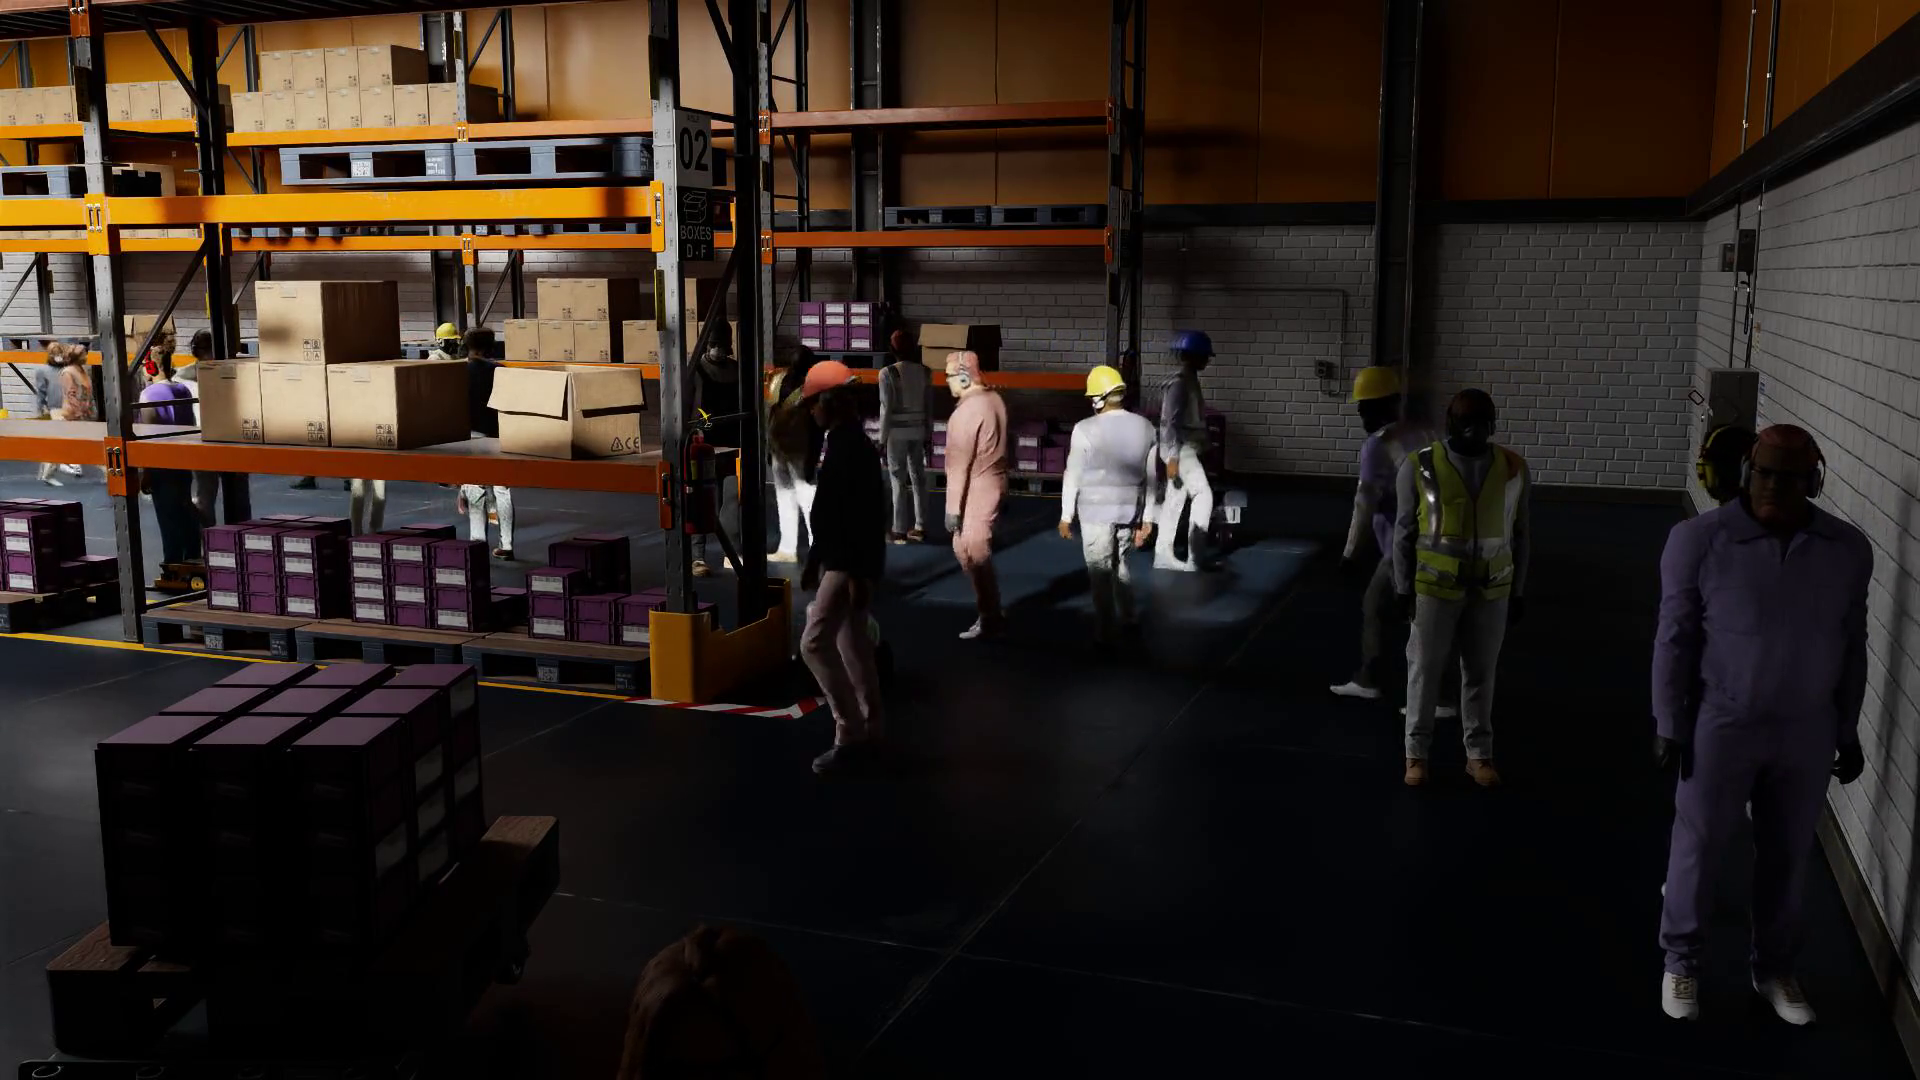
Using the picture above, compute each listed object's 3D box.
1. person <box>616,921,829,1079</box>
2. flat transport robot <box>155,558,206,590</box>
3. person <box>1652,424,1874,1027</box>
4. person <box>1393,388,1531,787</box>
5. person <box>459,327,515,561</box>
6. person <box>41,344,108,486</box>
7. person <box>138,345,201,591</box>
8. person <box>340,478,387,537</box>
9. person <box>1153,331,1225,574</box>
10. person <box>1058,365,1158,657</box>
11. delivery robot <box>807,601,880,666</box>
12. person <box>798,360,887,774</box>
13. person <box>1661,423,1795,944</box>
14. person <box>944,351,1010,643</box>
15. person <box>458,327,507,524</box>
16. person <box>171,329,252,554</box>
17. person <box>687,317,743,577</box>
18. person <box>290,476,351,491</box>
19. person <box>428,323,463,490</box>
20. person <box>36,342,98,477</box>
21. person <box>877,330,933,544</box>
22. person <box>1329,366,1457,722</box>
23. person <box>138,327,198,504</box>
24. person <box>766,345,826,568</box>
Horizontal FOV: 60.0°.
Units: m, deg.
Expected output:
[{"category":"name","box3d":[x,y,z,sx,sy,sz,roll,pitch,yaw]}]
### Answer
[{"category":"person","box3d":[-0.274,1.236,1.970,0.498,1.634,0.282,0,9,-1]},{"category":"flat transport robot","box3d":[-5.210,0.250,12.428,1.431,0.197,0.652,3,10,19]},{"category":"person","box3d":[2.510,0.586,5.211,0.652,1.903,0.403,1,9,5]},{"category":"person","box3d":[2.313,0.224,7.673,0.627,1.845,0.429,0,9,2]},{"category":"person","box3d":[-3.903,-0.763,13.575,0.366,1.936,0.630,8,12,42]},{"category":"person","box3d":[-9.862,-1.386,18.569,0.903,1.591,0.510,0,9,1]},{"category":"person","box3d":[-5.912,-0.536,12.467,0.380,1.836,0.560,1,9,5]},{"category":"person","box3d":[-4.850,-0.723,13.586,0.363,1.879,0.550,8,12,43]},{"category":"person","box3d":[1.866,-0.691,13.195,0.714,1.910,0.610,2,9,11]},{"category":"person","box3d":[0.914,-0.172,10.291,0.591,1.805,0.426,-5,10,-30]},{"category":"delivery robot","box3d":[-0.684,0.506,9.636,0.477,0.478,0.707,-2,9,-12]},{"category":"person","box3d":[-0.578,0.128,7.949,0.519,1.950,0.633,-1,9,-5]},{"category":"person","box3d":[2.749,0.516,5.859,0.521,1.845,0.760,0,9,2]},{"category":"person","box3d":[0.085,-0.262,10.589,0.475,1.878,0.665,3,10,21]},{"category":"person","box3d":[-4.521,-1.083,15.768,0.554,1.874,0.605,8,12,42]},{"category":"person","box3d":[-6.026,-0.741,13.470,0.415,1.926,0.663,9,13,44]},{"category":"person","box3d":[-1.883,-0.740,13.103,0.678,2.000,0.536,-7,12,-38]},{"category":"person","box3d":[-6.926,-1.467,18.106,0.914,1.909,0.556,2,9,13]},{"category":"person","box3d":[-5.633,-1.478,18.386,0.404,1.831,0.600,1,9,6]},{"category":"person","box3d":[-10.504,-1.535,19.550,0.596,1.571,0.872,-8,12,-42]},{"category":"person","box3d":[-0.486,-0.905,14.634,0.584,1.881,0.337,-8,12,-39]},{"category":"person","box3d":[2.288,0.017,8.874,0.899,1.870,0.575,6,11,32]},{"category":"person","box3d":[-8.140,-1.250,16.956,0.544,1.834,0.538,-1,9,-3]},{"category":"person","box3d":[-1.349,-0.671,13.458,0.699,1.807,0.432,9,13,44]}]
